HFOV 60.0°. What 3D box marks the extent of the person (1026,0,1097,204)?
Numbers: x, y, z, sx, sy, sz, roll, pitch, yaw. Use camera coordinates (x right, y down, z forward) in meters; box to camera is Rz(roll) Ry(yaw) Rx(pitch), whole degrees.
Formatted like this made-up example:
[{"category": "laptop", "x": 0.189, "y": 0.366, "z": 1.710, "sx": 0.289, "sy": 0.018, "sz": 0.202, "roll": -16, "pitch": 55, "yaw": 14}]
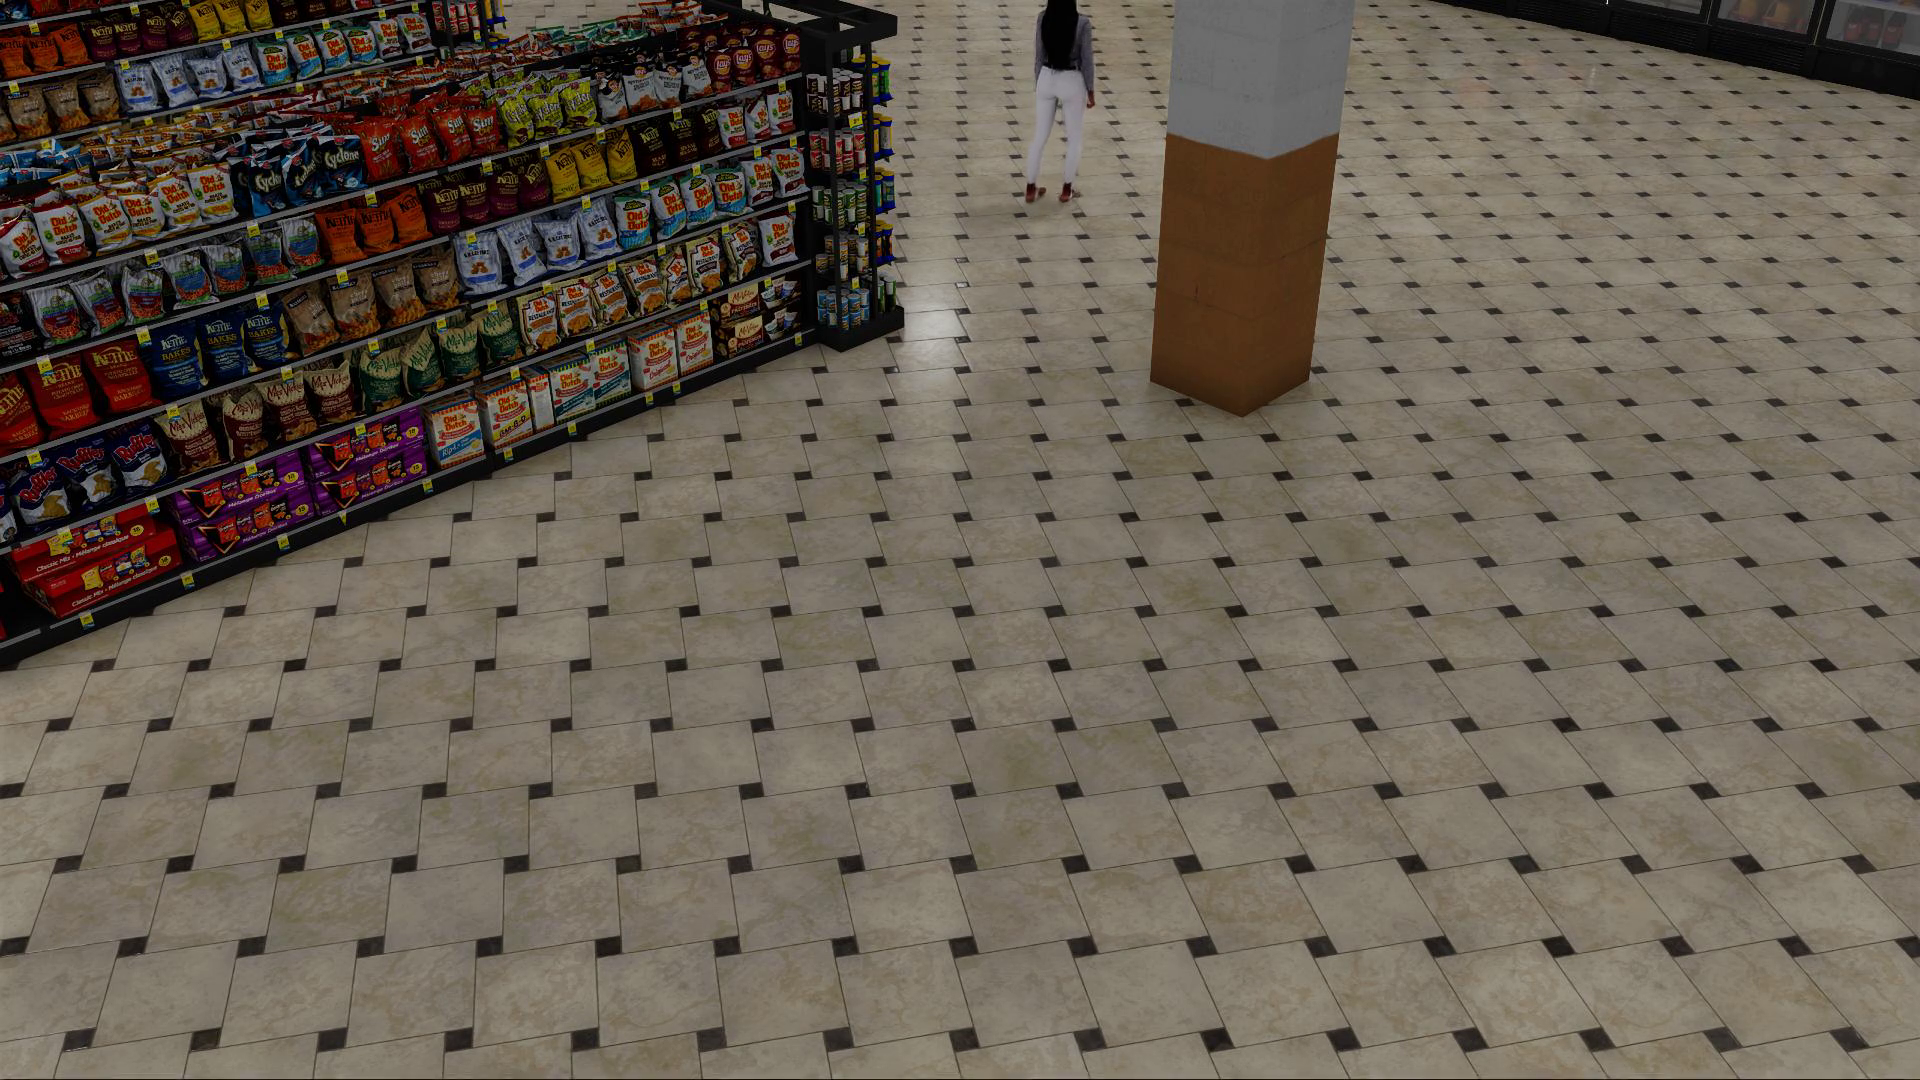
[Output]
[{"category": "person", "x": 0.746, "y": -3.310, "z": 12.326, "sx": 0.692, "sy": 1.704, "sz": 0.676, "roll": 11, "pitch": 34, "yaw": 17}]
